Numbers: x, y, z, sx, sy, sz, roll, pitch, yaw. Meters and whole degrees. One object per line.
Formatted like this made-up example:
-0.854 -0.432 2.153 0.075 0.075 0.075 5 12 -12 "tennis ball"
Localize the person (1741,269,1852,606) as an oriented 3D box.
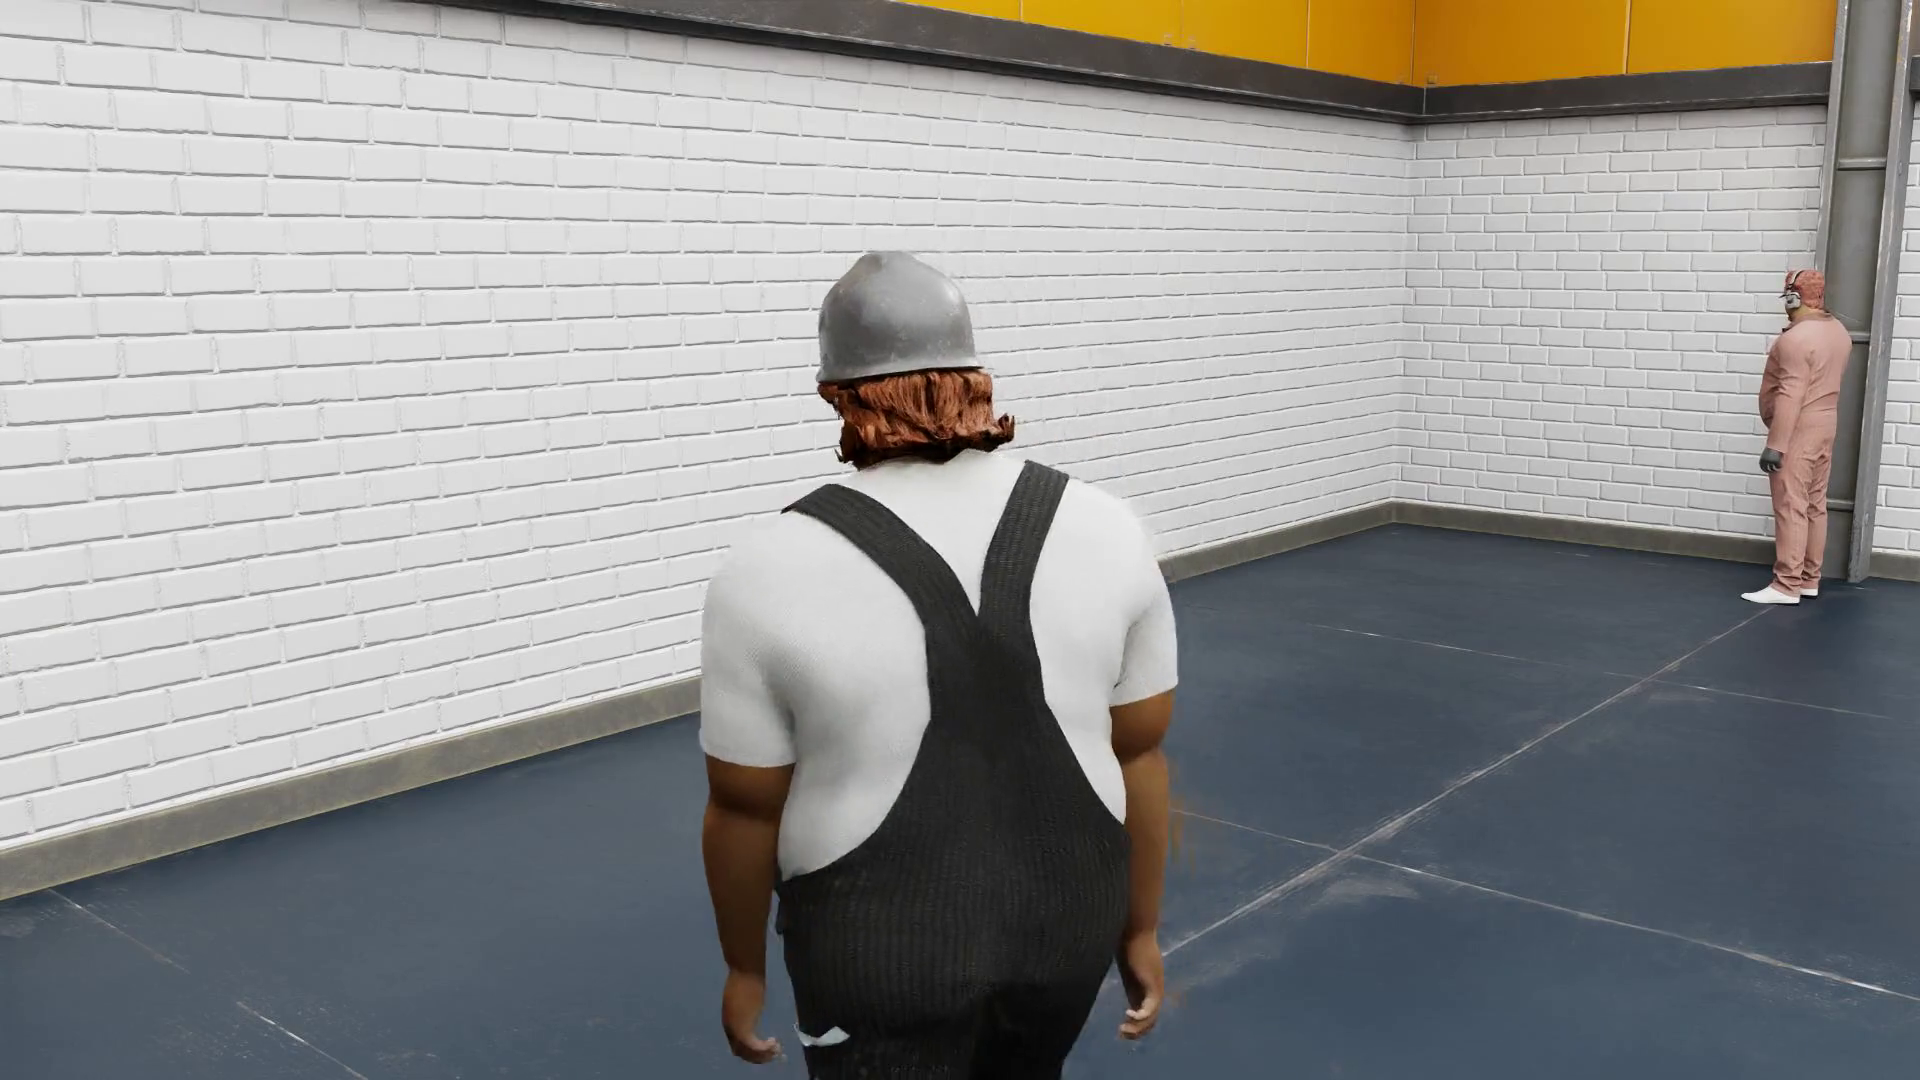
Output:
4.747 -0.577 9.465 0.636 1.903 0.404 -8 13 -39 "person"
